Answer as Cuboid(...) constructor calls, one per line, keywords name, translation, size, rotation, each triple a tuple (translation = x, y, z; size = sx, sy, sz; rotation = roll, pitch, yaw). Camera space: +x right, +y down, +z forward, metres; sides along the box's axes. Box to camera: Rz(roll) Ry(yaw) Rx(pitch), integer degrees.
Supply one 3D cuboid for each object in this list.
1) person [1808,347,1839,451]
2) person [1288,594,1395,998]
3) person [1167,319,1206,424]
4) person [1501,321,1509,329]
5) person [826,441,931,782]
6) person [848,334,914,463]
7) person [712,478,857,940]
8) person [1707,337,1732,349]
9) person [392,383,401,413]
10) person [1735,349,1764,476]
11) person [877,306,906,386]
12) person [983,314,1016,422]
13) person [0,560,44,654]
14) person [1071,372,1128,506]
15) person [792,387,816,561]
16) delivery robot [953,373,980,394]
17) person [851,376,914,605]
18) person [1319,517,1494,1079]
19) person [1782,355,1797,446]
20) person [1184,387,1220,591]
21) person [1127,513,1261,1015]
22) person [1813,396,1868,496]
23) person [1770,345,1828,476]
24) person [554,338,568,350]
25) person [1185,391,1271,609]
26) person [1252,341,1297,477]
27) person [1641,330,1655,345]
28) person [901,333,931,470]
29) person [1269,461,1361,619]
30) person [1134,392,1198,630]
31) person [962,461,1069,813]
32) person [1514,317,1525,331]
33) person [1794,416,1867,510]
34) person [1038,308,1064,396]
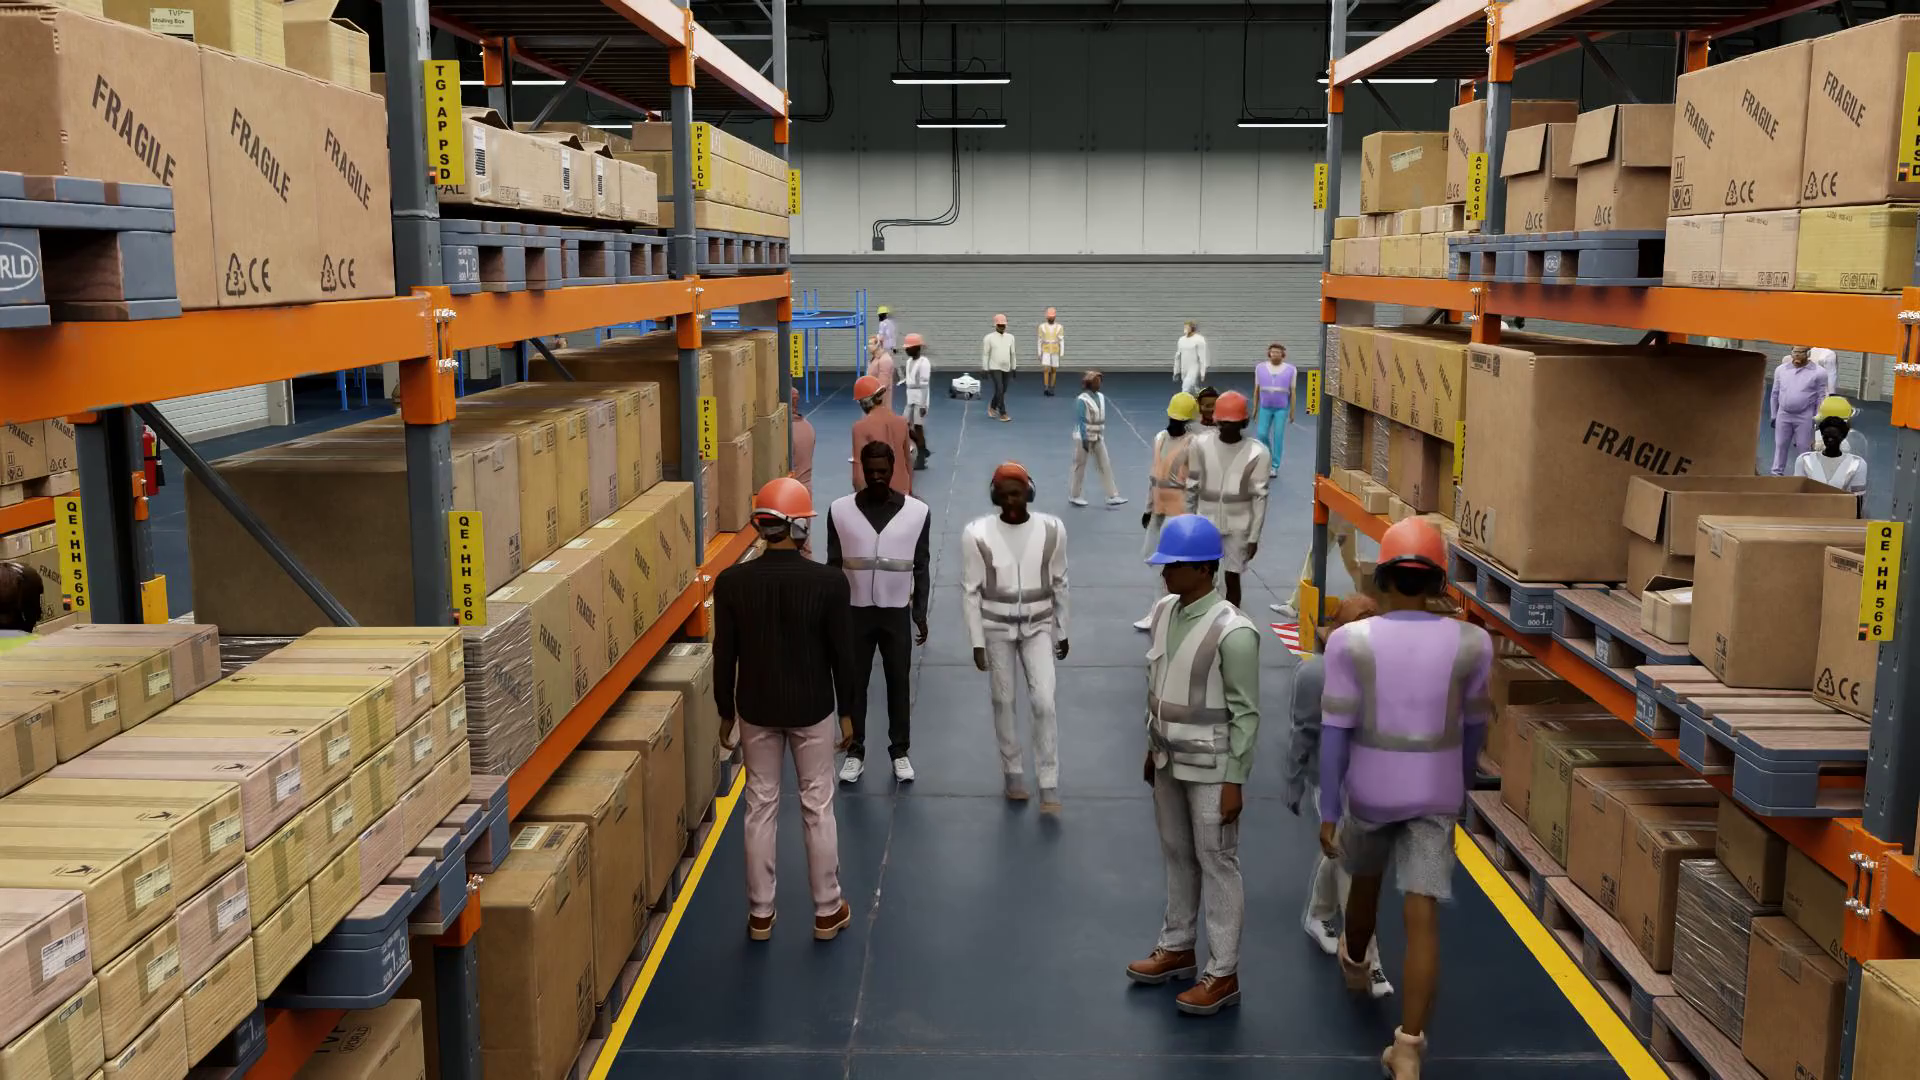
Cuboid(name="person", translation=(13.379, -2.318, 25.826), size=(0.429, 1.842, 0.633), rotation=(-2, 10, -10))
Cuboid(name="person", translation=(1.604, 0.996, 6.741), size=(0.518, 1.582, 0.834), rotation=(-2, 10, -14))
Cuboid(name="person", translation=(4.160, -3.040, 30.032), size=(1.033, 1.890, 0.651), rotation=(-6, 11, -33))
Cuboid(name="person", translation=(11.651, -4.113, 36.385), size=(0.651, 1.906, 0.409), rotation=(2, 10, 13))
Cuboid(name="person", translation=(-0.457, 0.395, 9.345), size=(0.593, 1.920, 0.392), rotation=(-1, 9, -3))
Cuboid(name="person", translation=(-1.140, -2.062, 24.216), size=(0.911, 1.872, 0.644), rotation=(-5, 11, -26))
Cuboid(name="person", translation=(-0.745, 0.726, 7.145), size=(0.612, 1.990, 0.392), rotation=(1, 10, 4))
Cuboid(name="person", translation=(16.454, -3.900, 36.068), size=(0.515, 1.584, 0.872), rotation=(-2, 10, -9))
Cuboid(name="person", translation=(-4.497, -0.330, 13.639), size=(0.629, 1.936, 0.373), rotation=(0, 9, 2))
Cuboid(name="person", translation=(9.238, -1.304, 19.664), size=(0.578, 1.901, 0.968), rotation=(-1, 10, -6))
Cuboid(name="person", translation=(-1.705, -4.606, 39.453), size=(1.043, 1.873, 0.602), rotation=(3, 10, 18))
Cuboid(name="person", translation=(0.715, -3.206, 30.792), size=(0.617, 1.964, 0.953), rotation=(-5, 11, -25))
Cuboid(name="person", translation=(-3.494, 0.979, 6.153), size=(0.636, 1.815, 0.864), rotation=(0, 9, 2))
Cuboid(name="person", translation=(1.631, -1.183, 19.722), size=(0.816, 1.597, 0.538), rotation=(8, 12, 40))
Cuboid(name="person", translation=(-1.414, -0.309, 13.598), size=(0.404, 1.909, 0.636), rotation=(2, 10, 14))
Cuboid(name="delivery robot", translation=(0.135, -3.328, 35.566), size=(0.477, 0.478, 0.707), rotation=(-5, 11, -28))
Cuboid(name="person", translation=(-0.679, -0.428, 14.199), size=(0.723, 1.931, 0.878), rotation=(-8, 12, -38))
Cuboid(name="person", translation=(1.615, 0.903, 6.101), size=(0.607, 1.974, 1.102), rotation=(1, 10, 9))
Cuboid(name="person", translation=(13.197, -2.343, 26.215), size=(0.524, 1.764, 0.329), rotation=(1, 9, 3))
Cuboid(name="person", translation=(2.071, -0.355, 13.982), size=(0.509, 1.872, 0.329), rotation=(-2, 10, -9))
Cuboid(name="person", translation=(0.908, 0.858, 6.484), size=(0.405, 1.946, 0.610), rotation=(-5, 11, -27))
Cuboid(name="person", translation=(7.250, -0.299, 13.834), size=(0.632, 1.802, 0.450), rotation=(-8, 12, -39))
Cuboid(name="person", translation=(10.666, -1.583, 21.224), size=(0.643, 1.910, 0.399), rotation=(8, 13, 41))
Cuboid(name="person", translation=(-6.730, -2.623, 28.269), size=(0.432, 1.623, 0.538), rotation=(3, 10, 19))
Cuboid(name="person", translation=(1.878, -0.078, 11.966), size=(0.644, 1.986, 0.977), rotation=(3, 10, 19))
Cuboid(name="person", translation=(4.272, -1.782, 22.618), size=(0.589, 1.834, 0.436), rotation=(3, 10, 20))
Cuboid(name="person", translation=(13.505, -3.391, 32.487), size=(0.531, 1.765, 0.327), rotation=(0, 9, -2))
Cuboid(name="person", translation=(-0.616, -1.944, 23.362), size=(0.428, 1.914, 0.555), rotation=(-6, 11, -34))
Cuboid(name="person", translation=(2.974, -0.113, 13.380), size=(0.861, 1.577, 0.522), rotation=(-4, 10, -21))
Cuboid(name="person", translation=(1.680, -0.242, 13.250), size=(0.641, 1.886, 0.627), rotation=(-4, 10, -23))
Cuboid(name="person", translation=(0.314, 0.520, 8.764), size=(0.586, 1.855, 0.823), rotation=(-1, 10, -5))
Cuboid(name="person", translation=(12.802, -4.275, 38.003), size=(0.608, 1.673, 0.547), rotation=(5, 11, 26))
Cuboid(name="person", translation=(6.874, -0.140, 13.211), size=(0.535, 1.697, 0.322), rotation=(5, 11, 29))
Cuboid(name="person", translation=(1.984, -4.074, 36.165), size=(0.570, 1.896, 0.930), rotation=(0, 9, 1))
